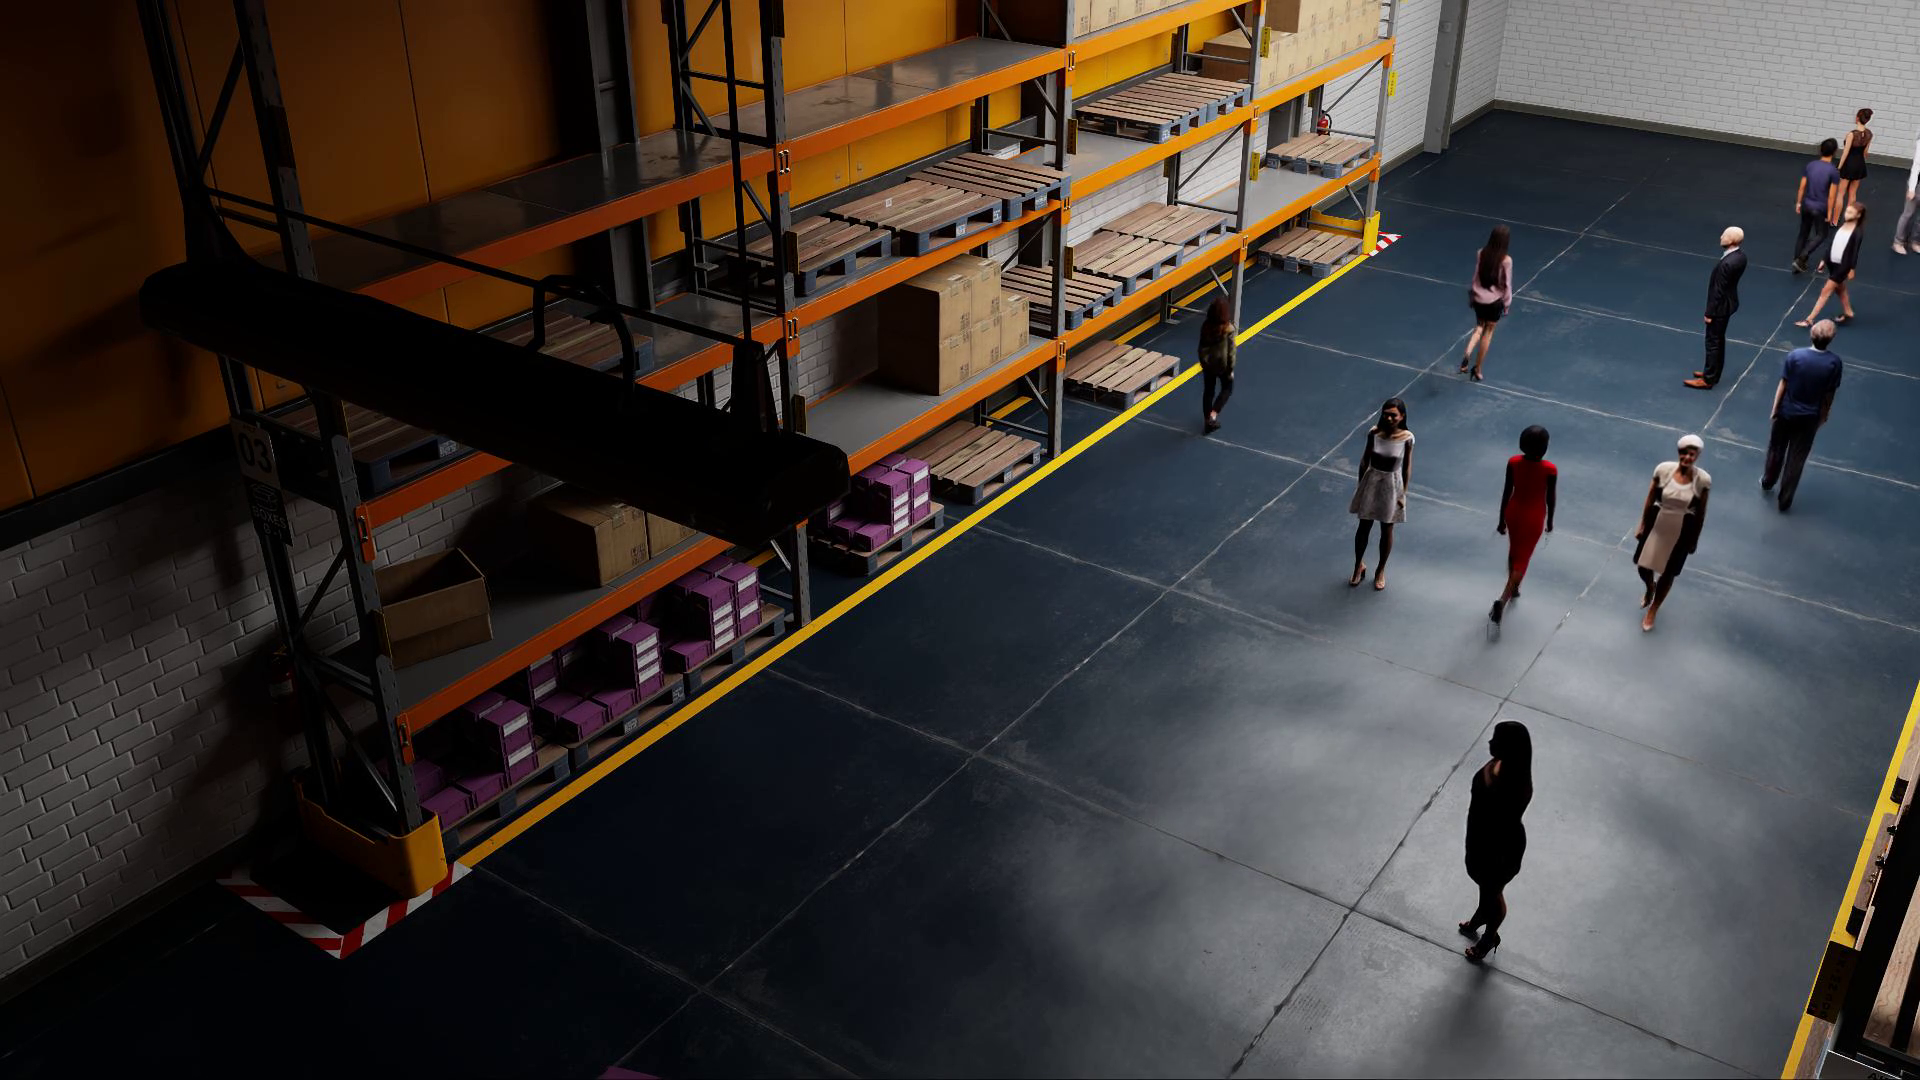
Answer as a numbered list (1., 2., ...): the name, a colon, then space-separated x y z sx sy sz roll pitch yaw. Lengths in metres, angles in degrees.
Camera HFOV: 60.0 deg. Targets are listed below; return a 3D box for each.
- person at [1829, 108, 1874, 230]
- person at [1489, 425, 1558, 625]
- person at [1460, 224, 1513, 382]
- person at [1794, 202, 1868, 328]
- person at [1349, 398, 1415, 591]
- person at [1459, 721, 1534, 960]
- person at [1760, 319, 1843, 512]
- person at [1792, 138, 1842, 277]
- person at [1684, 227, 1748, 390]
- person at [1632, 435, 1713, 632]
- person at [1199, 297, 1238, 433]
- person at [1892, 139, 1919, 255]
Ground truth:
1. person: 12.389 -5.173 23.131 0.675 1.675 0.741 -6 29 -11
2. person: 4.653 -0.096 13.784 0.610 1.713 1.091 22 35 34
3. person: 5.733 -2.555 18.198 0.763 1.803 0.727 -22 35 -34
4. person: 10.544 -3.263 19.800 1.106 1.513 0.990 -7 29 -13
5. person: 3.617 -0.398 14.274 0.708 1.774 0.709 11 30 19
6. person: 3.313 1.841 10.229 0.800 1.717 0.680 5 29 10
7. person: 7.856 -1.136 15.550 0.766 1.848 0.930 12 31 21
8. person: 10.900 -4.229 21.286 0.810 1.786 0.766 -19 34 -31
9. person: 8.327 -2.547 18.192 0.747 1.796 0.497 21 35 34
10. person: 5.869 -0.090 13.738 0.666 1.747 0.766 16 33 27
11. person: 2.608 -1.774 17.112 0.594 1.472 0.570 20 34 32
12. person: 12.776 -4.747 22.104 0.836 1.910 0.890 -9 30 -17
